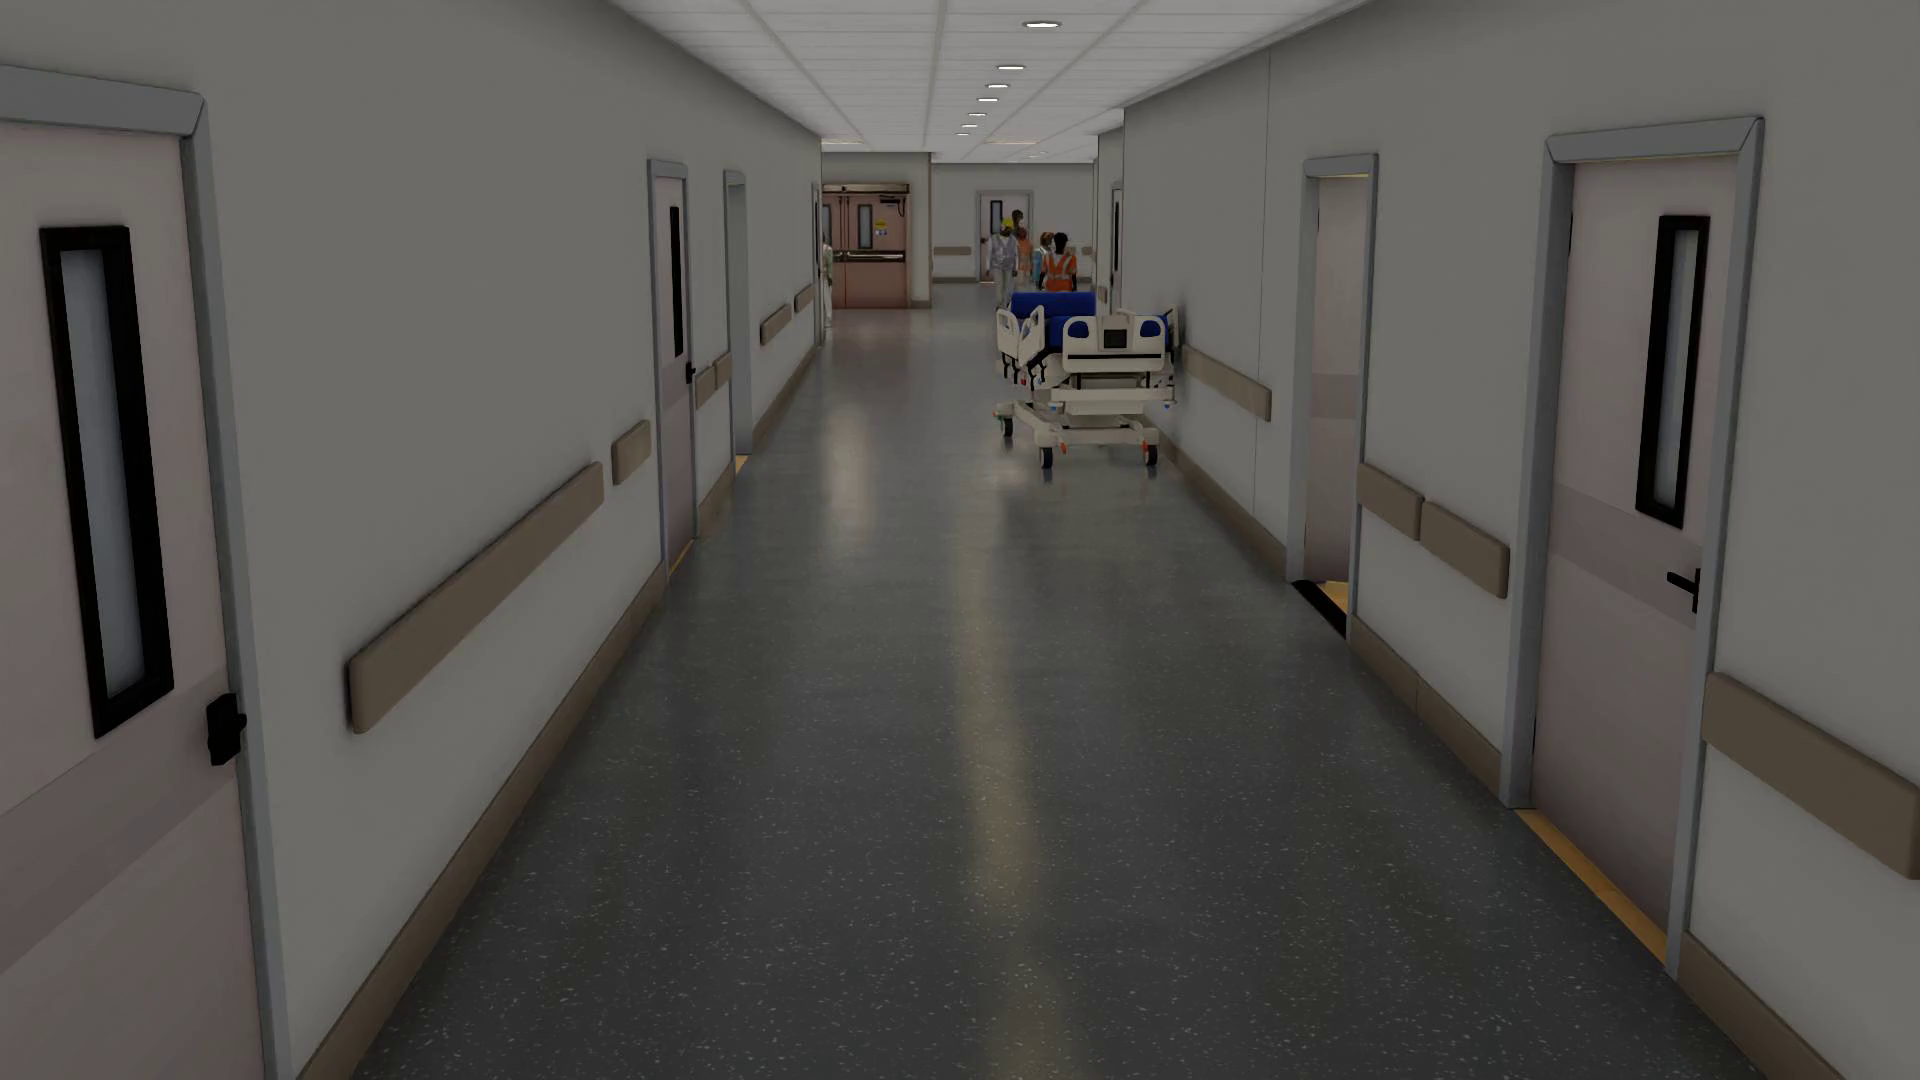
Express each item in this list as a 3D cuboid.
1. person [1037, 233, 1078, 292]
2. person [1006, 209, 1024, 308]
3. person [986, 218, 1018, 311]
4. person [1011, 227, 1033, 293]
[{"bbox_3d":[1.398,-3.626,24.135,0.577,1.635,0.868,7,14,31],"label":"person"},{"bbox_3d":[1.080,-5.528,32.722,0.375,1.929,0.635,3,12,15],"label":"person"},{"bbox_3d":[0.786,-5.122,31.099,0.614,1.788,0.825,-3,12,-16],"label":"person"},{"bbox_3d":[1.225,-5.146,31.652,0.512,1.613,0.713,-7,14,-32],"label":"person"}]
